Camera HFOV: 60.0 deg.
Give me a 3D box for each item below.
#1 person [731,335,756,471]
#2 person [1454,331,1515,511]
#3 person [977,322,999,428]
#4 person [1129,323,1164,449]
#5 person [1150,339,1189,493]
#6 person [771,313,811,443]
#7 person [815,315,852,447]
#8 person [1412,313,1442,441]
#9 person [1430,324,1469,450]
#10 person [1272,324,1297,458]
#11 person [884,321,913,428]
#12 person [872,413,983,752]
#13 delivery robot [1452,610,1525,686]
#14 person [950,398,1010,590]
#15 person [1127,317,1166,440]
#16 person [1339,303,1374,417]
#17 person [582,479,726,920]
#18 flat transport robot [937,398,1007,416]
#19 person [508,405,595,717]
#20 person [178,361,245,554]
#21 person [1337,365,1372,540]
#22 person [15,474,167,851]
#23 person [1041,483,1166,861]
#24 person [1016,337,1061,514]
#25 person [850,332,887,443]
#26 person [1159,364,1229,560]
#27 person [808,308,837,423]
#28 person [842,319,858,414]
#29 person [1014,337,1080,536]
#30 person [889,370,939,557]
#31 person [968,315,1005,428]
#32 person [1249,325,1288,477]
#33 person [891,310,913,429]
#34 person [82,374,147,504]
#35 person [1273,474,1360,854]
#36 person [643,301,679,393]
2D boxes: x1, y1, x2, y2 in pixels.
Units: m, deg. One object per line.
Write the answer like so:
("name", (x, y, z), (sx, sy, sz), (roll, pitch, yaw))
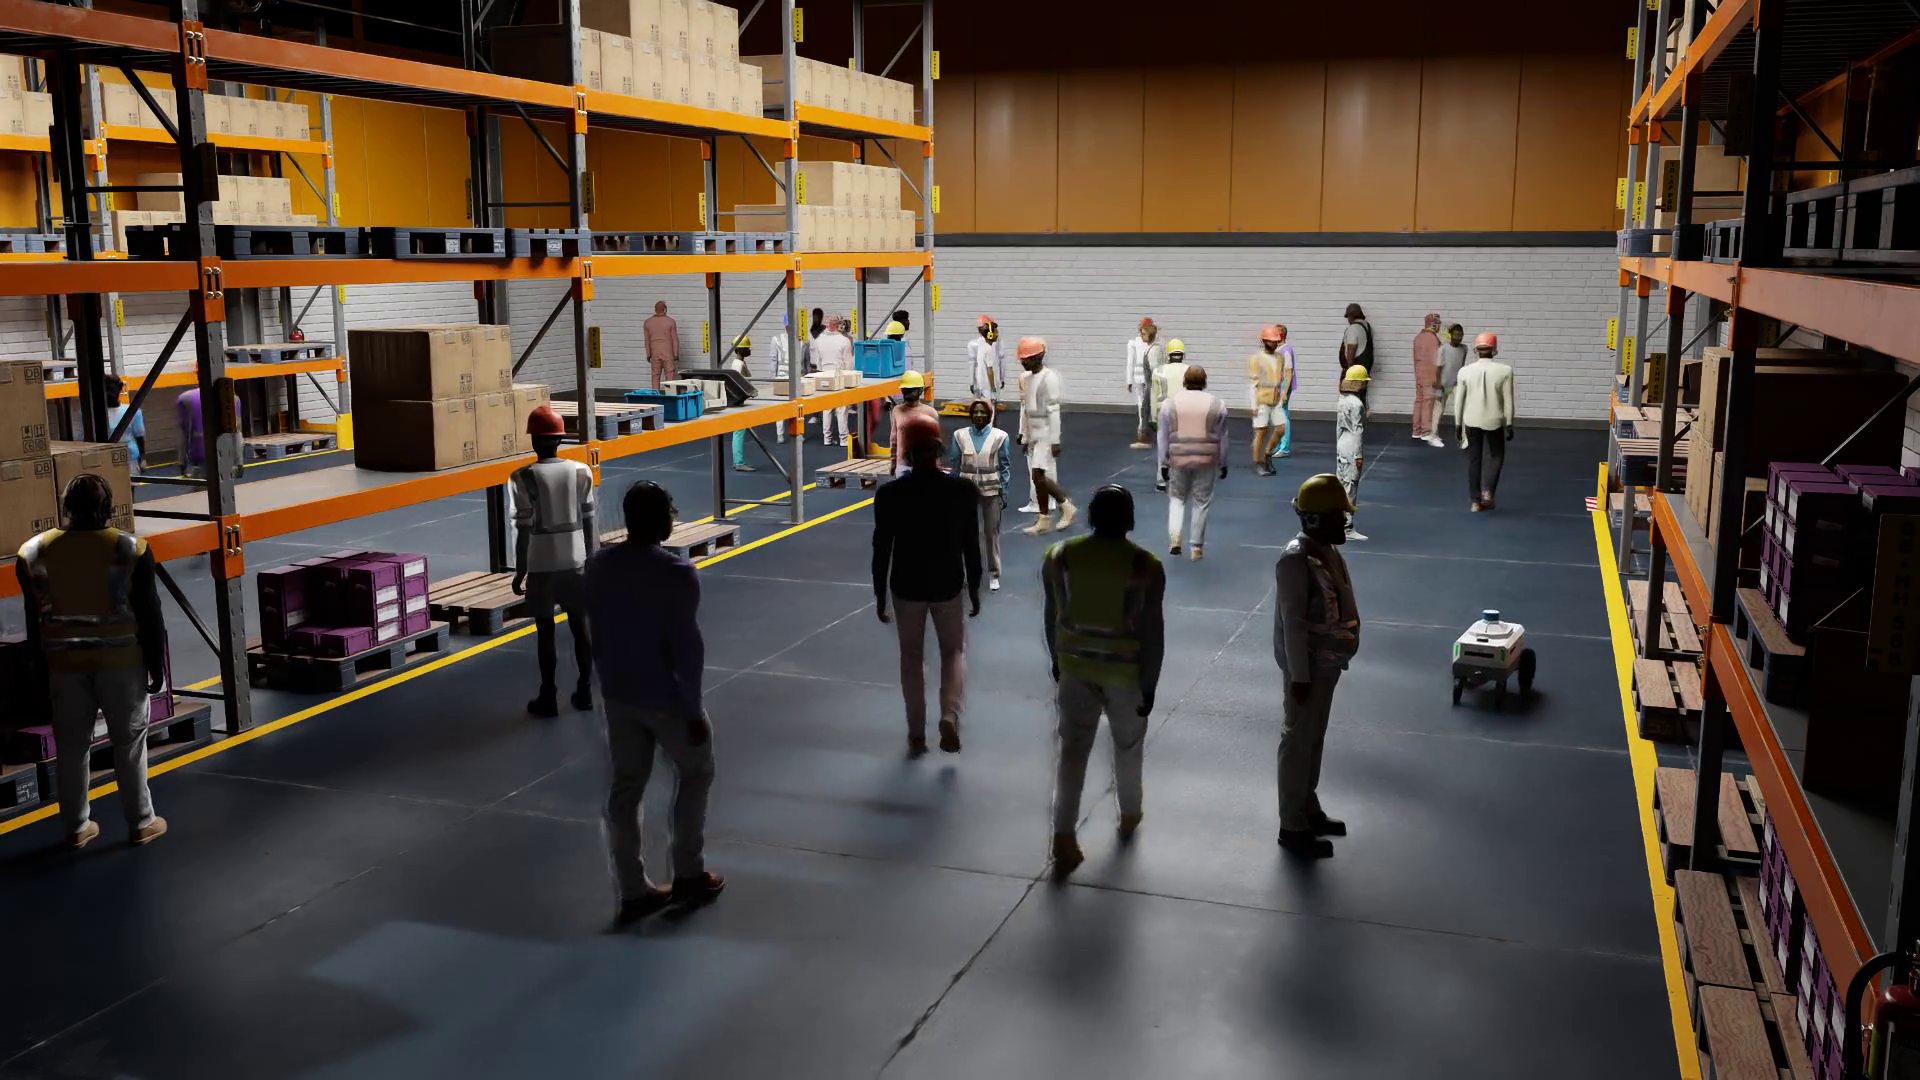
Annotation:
("person", (-2.819, -1.774, 21.584), (0.313, 1.768, 0.528), (-2, 10, -12))
("person", (5.767, -1.299, 18.297), (0.654, 1.978, 0.439), (5, 11, 26))
("person", (0.406, -2.066, 22.937), (0.329, 1.872, 0.511), (-3, 11, -18))
("person", (2.863, -2.203, 23.859), (0.780, 1.821, 0.520), (-1, 10, -3))
("person", (2.539, -1.462, 19.683), (0.585, 1.824, 0.406), (-1, 10, -6))
("person", (-2.494, -2.398, 24.610), (0.605, 1.939, 0.411), (-4, 11, -19))
("person", (-1.776, -2.306, 24.184), (0.636, 1.910, 0.406), (7, 12, 34))
("person", (7.030, -2.434, 24.906), (0.403, 1.906, 0.652), (-2, 10, -9))
("person", (7.023, -2.179, 23.773), (0.540, 1.797, 1.069), (-3, 10, -14))
("person", (4.433, -2.048, 22.912), (0.373, 1.840, 0.572), (-1, 10, -5))
("person", (-0.830, -1.916, 21.923), (0.360, 1.930, 0.587), (4, 11, 21))
("person", (-0.188, 0.271, 9.452), (0.637, 1.980, 0.623), (-1, 10, -6))
("delivery robot", (3.439, 0.699, 10.804), (0.477, 0.478, 0.707), (5, 11, 28))
("person", (0.169, -0.392, 14.145), (0.517, 1.645, 0.308), (2, 10, 10))
("person", (2.764, -2.390, 24.783), (0.580, 1.860, 0.845), (4, 11, 23))
("person", (6.392, -2.853, 26.888), (0.543, 2.000, 0.723), (9, 14, 42))
("person", (-1.298, 0.681, 7.313), (0.655, 1.921, 0.668), (6, 11, 29))
("flat transport robot", (0.214, -2.314, 28.832), (0.652, 0.197, 1.431), (5, 11, 26))
("person", (-2.540, 0.132, 10.362), (0.543, 1.939, 0.370), (-7, 12, -34))
("person", (-6.988, -0.771, 15.524), (0.585, 1.909, 0.564), (-2, 10, -12))
("person", (3.915, -0.874, 16.577), (0.308, 1.743, 0.494), (-1, 10, -7))
("person", (-4.173, 0.593, 8.071), (0.621, 1.837, 0.429), (-2, 10, -11))
("person", (0.680, 0.623, 8.014), (0.620, 1.805, 0.968), (3, 11, 18))
("person", (0.839, -1.250, 18.180), (0.591, 1.925, 0.385), (-9, 14, -42))
("person", (-1.284, -2.047, 23.212), (0.549, 1.742, 0.682), (-3, 10, -14))
("person", (2.172, -0.712, 15.434), (0.635, 1.830, 0.440), (3, 10, 14))
("person", (-2.274, -2.890, 27.511), (0.598, 1.899, 0.715), (5, 11, 25))
("person", (-2.000, -3.011, 28.904), (0.306, 1.639, 0.523), (-8, 13, -38))
("person", (0.817, -1.034, 16.729), (0.556, 2.011, 0.656), (-4, 11, -21))
("person", (-0.438, -0.697, 15.517), (0.523, 1.769, 0.320), (6, 12, 32))
("person", (0.395, -2.406, 24.822), (0.559, 1.894, 1.002), (0, 10, -1))
("person", (3.883, -1.750, 21.010), (0.565, 1.919, 0.431), (-6, 12, -30))
("person", (-0.872, -2.449, 24.822), (0.367, 1.966, 0.606), (-4, 11, -21))
("person", (-8.169, -0.768, 16.117), (0.551, 1.684, 0.366), (-6, 12, -32))
("person", (1.736, 0.586, 8.103), (0.403, 1.834, 0.589), (5, 11, 26))
("person", (-5.428, -3.405, 30.371), (0.639, 1.909, 0.407), (2, 10, 9))
